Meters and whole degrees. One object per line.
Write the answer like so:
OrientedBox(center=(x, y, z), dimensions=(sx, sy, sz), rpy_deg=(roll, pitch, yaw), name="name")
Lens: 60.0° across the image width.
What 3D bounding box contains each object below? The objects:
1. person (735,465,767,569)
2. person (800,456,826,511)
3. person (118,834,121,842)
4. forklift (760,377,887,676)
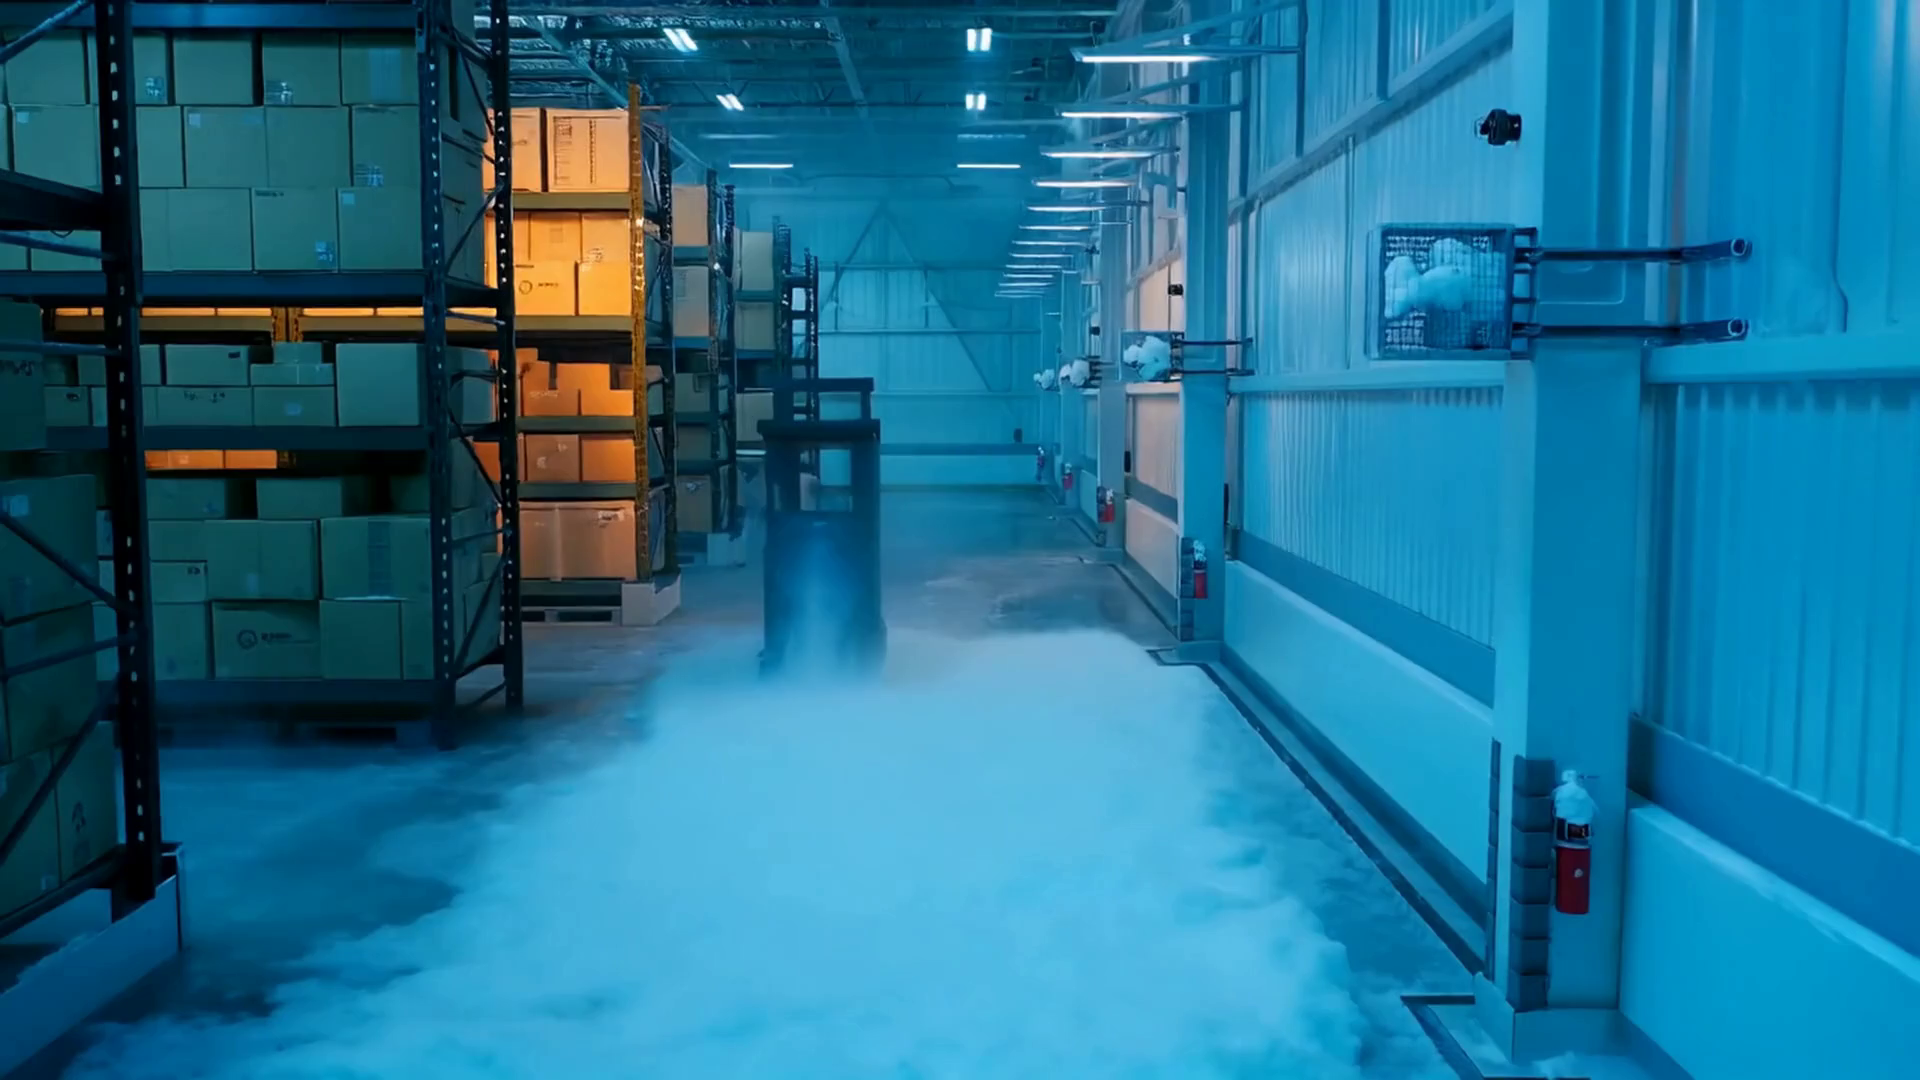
OrientedBox(center=(-3.079, -0.360, 25.507), dimensions=(0.843, 1.593, 0.570), rpy_deg=(-5, 7, -44), name="person")
OrientedBox(center=(-2.321, -0.436, 25.611), dimensions=(0.608, 1.718, 0.514), rpy_deg=(4, 7, 42), name="person")
OrientedBox(center=(-5.086, 0.898, 9.036), dimensions=(0.896, 1.915, 0.606), rpy_deg=(1, 5, 12), name="person")
OrientedBox(center=(-1.297, -0.195, 16.188), dimensions=(1.129, 2.768, 1.873), rpy_deg=(0, 5, 0), name="forklift")
